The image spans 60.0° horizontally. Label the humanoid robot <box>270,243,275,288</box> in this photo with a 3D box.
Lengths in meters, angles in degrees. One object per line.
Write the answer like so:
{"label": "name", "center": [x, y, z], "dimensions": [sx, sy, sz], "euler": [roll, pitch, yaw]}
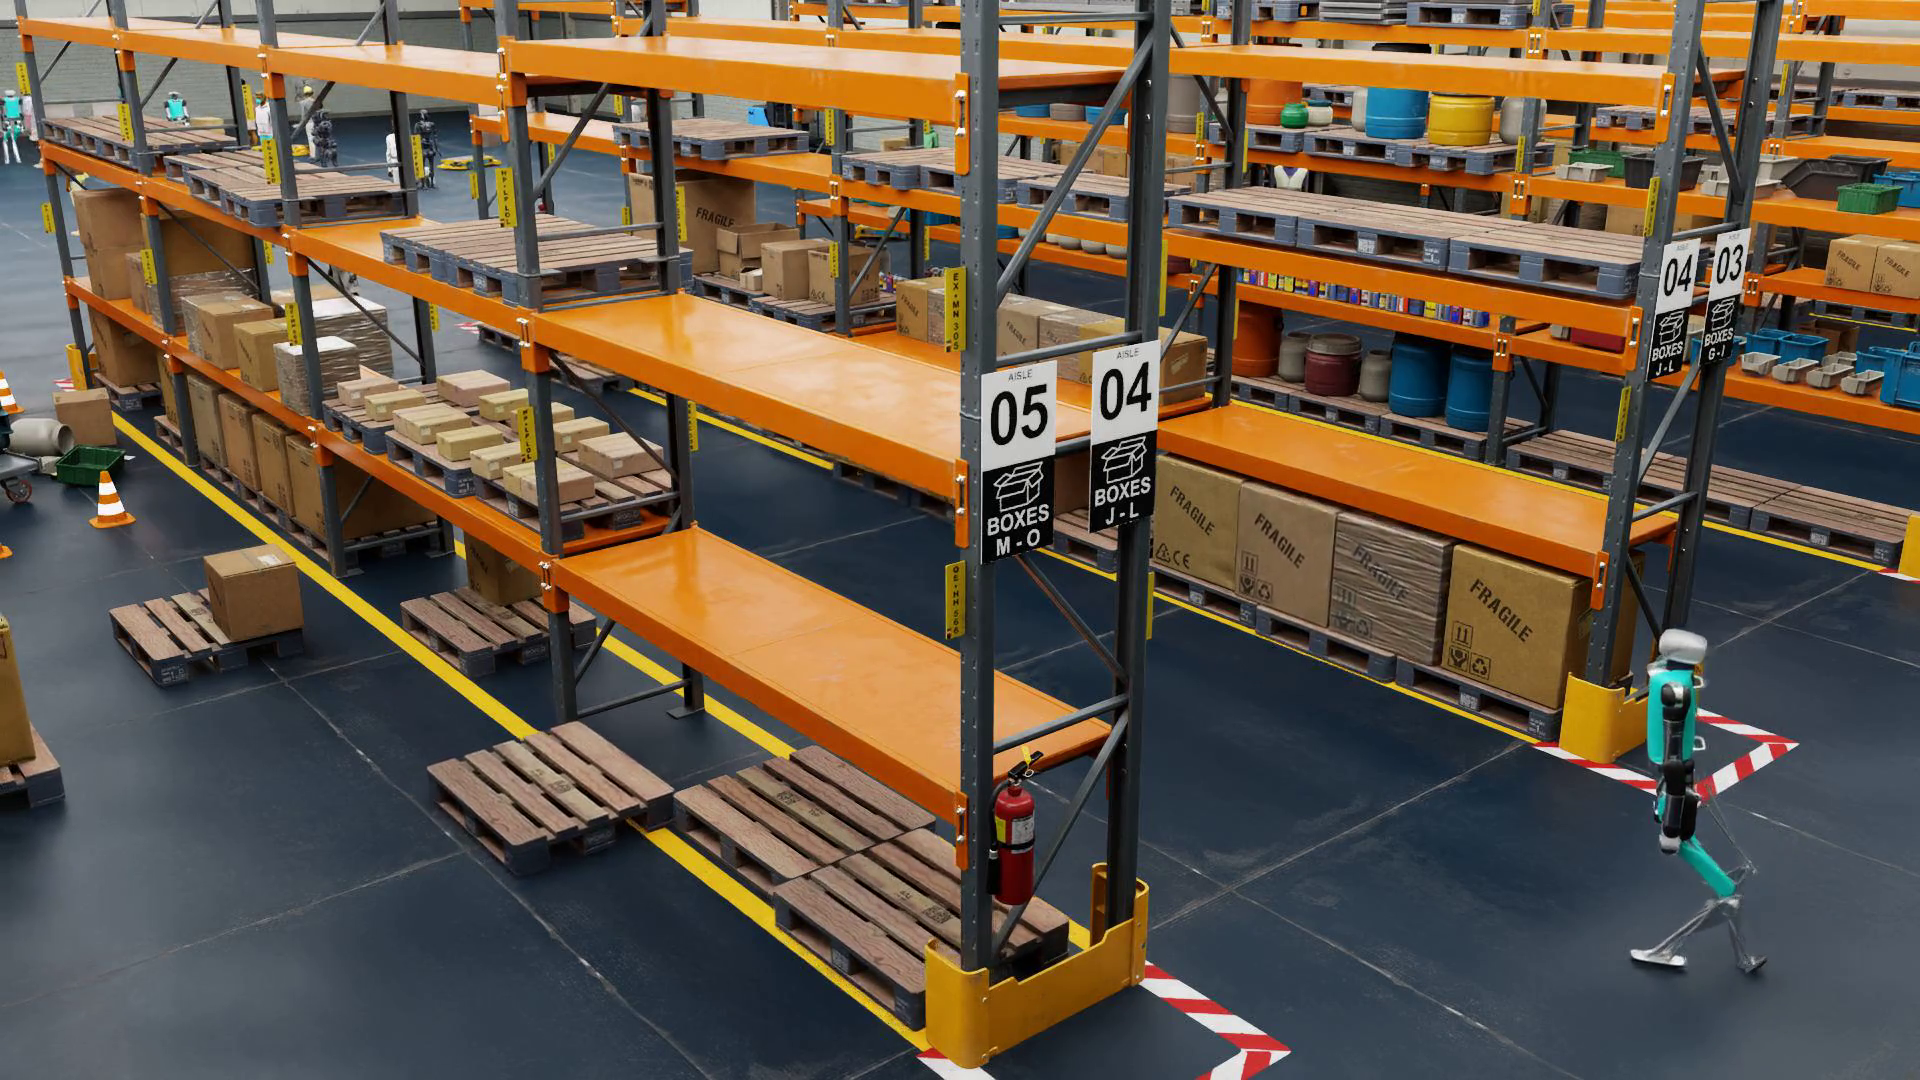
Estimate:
{"label": "humanoid robot", "center": [-10.542, -4.525, 24.686], "dimensions": [0.603, 1.639, 0.438], "euler": [4, 20, 10]}

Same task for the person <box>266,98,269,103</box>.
{"label": "person", "center": [-18.540, -11.614, 44.832], "dimensions": [0.319, 1.697, 0.532], "euler": [-9, 21, -23]}

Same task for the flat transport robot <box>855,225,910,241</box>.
{"label": "flat transport robot", "center": [-1.231, -5.504, 29.602], "dimensions": [1.431, 0.231, 0.659], "euler": [4, 20, 12]}

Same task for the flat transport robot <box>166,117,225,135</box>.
{"label": "flat transport robot", "center": [-19.026, -9.675, 41.470], "dimensions": [0.659, 0.231, 1.431], "euler": [-16, 25, -38]}

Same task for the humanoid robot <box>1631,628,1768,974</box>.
{"label": "humanoid robot", "center": [3.653, 1.353, 7.993], "dimensions": [0.834, 1.869, 0.551], "euler": [6, 20, 17]}

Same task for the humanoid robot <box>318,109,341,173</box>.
{"label": "humanoid robot", "center": [-13.547, -8.430, 35.808], "dimensions": [0.447, 1.643, 0.599], "euler": [-12, 23, -31]}

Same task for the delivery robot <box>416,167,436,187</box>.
{"label": "delivery robot", "center": [-11.719, -7.848, 35.838], "dimensions": [0.499, 0.594, 0.778], "euler": [7, 21, 19]}

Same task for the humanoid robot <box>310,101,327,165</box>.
{"label": "humanoid robot", "center": [-14.796, -9.296, 38.271], "dimensions": [0.516, 1.638, 0.590], "euler": [2, 19, 6]}

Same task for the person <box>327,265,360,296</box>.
{"label": "person", "center": [-7.953, -3.521, 21.413], "dimensions": [0.602, 1.958, 0.377], "euler": [16, 25, 38]}

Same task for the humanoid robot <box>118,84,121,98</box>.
{"label": "humanoid robot", "center": [-22.176, -11.349, 44.068], "dimensions": [0.550, 1.812, 0.712], "euler": [8, 21, 21]}

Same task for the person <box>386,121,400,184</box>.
{"label": "person", "center": [-10.553, -7.007, 31.444], "dimensions": [0.573, 1.884, 0.356], "euler": [3, 20, 9]}

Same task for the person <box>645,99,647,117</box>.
{"label": "person", "center": [-7.930, -11.116, 43.000], "dimensions": [0.402, 1.979, 0.484], "euler": [17, 26, 40]}

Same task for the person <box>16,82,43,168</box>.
{"label": "person", "center": [-21.750, -9.737, 39.000], "dimensions": [0.439, 2.025, 0.632], "euler": [-1, 19, -4]}

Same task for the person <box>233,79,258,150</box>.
{"label": "person", "center": [-18.053, -10.729, 42.101], "dimensions": [0.792, 1.844, 0.414], "euler": [9, 21, 25]}

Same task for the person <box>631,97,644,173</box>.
{"label": "person", "center": [-7.358, -9.132, 37.478], "dimensions": [0.368, 1.892, 0.584], "euler": [4, 20, 11]}

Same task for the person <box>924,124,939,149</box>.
{"label": "person", "center": [-0.609, -7.564, 33.263], "dimensions": [0.478, 1.734, 0.315], "euler": [12, 23, 31]}

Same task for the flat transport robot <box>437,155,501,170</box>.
{"label": "flat transport robot", "center": [-11.625, -8.937, 39.371], "dimensions": [0.659, 0.231, 1.431], "euler": [11, 22, 28]}

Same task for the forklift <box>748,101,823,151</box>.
{"label": "forklift", "center": [-4.526, -11.368, 42.374], "dimensions": [1.129, 2.768, 1.873], "euler": [-15, 24, -37]}

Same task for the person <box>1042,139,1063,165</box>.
{"label": "person", "center": [1.739, -6.898, 31.309], "dimensions": [0.405, 1.765, 0.531], "euler": [-11, 22, -28]}

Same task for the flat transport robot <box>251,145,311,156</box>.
{"label": "flat transport robot", "center": [-17.120, -9.805, 41.842], "dimensions": [1.431, 0.231, 0.659], "euler": [2, 19, 7]}

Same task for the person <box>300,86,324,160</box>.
{"label": "person", "center": [-15.852, -10.196, 40.697], "dimensions": [0.532, 1.766, 0.315], "euler": [-18, 26, -41]}

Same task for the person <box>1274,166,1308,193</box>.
{"label": "person", "center": [5.335, -5.444, 27.063], "dimensions": [0.563, 1.839, 0.395], "euler": [3, 20, 8]}

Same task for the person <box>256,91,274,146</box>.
{"label": "person", "center": [-15.553, -9.094, 37.337], "dimensions": [0.489, 1.917, 0.372], "euler": [8, 21, 21]}

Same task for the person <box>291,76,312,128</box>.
{"label": "person", "center": [-19.130, -12.937, 48.414], "dimensions": [0.527, 1.819, 1.002], "euler": [14, 24, 35]}

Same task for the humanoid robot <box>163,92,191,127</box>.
{"label": "humanoid robot", "center": [-18.344, -9.683, 39.379], "dimensions": [1.053, 1.766, 0.532], "euler": [15, 24, 37]}

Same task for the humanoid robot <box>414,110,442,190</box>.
{"label": "humanoid robot", "center": [-11.398, -8.356, 35.571], "dimensions": [0.315, 1.657, 0.599], "euler": [15, 24, 36]}

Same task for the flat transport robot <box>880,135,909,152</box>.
{"label": "flat transport robot", "center": [-1.327, -8.147, 37.123], "dimensions": [0.659, 0.231, 1.431], "euler": [-8, 21, -21]}

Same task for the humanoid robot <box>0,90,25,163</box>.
{"label": "humanoid robot", "center": [-22.852, -9.918, 40.027], "dimensions": [0.791, 1.805, 0.536], "euler": [15, 24, 36]}

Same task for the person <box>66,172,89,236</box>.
{"label": "person", "center": [-15.802, -6.394, 29.711], "dimensions": [0.405, 1.885, 0.517], "euler": [-2, 19, -6]}
